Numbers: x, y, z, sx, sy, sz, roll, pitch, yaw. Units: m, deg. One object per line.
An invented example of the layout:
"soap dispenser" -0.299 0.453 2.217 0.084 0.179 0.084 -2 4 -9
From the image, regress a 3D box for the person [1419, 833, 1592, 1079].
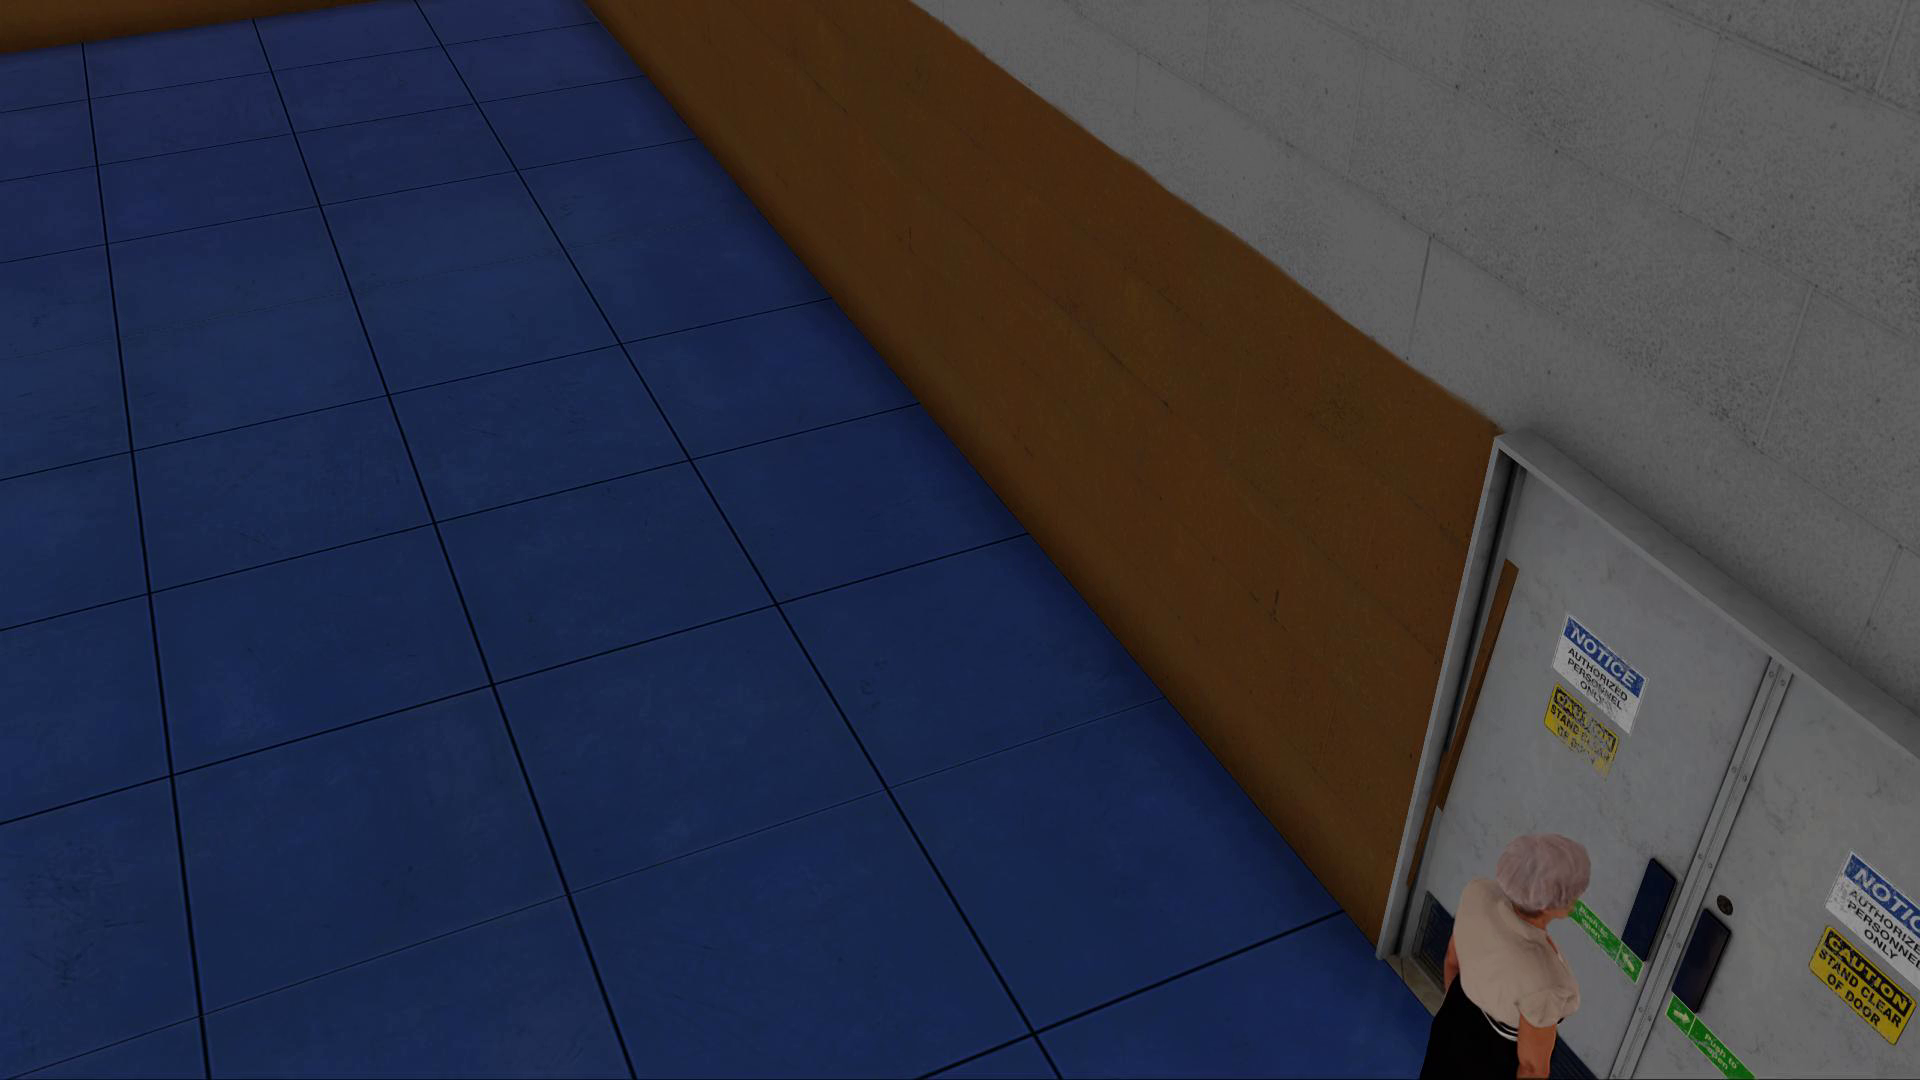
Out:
"person" 1.493 1.490 4.776 0.598 1.752 0.682 -8 38 -11
